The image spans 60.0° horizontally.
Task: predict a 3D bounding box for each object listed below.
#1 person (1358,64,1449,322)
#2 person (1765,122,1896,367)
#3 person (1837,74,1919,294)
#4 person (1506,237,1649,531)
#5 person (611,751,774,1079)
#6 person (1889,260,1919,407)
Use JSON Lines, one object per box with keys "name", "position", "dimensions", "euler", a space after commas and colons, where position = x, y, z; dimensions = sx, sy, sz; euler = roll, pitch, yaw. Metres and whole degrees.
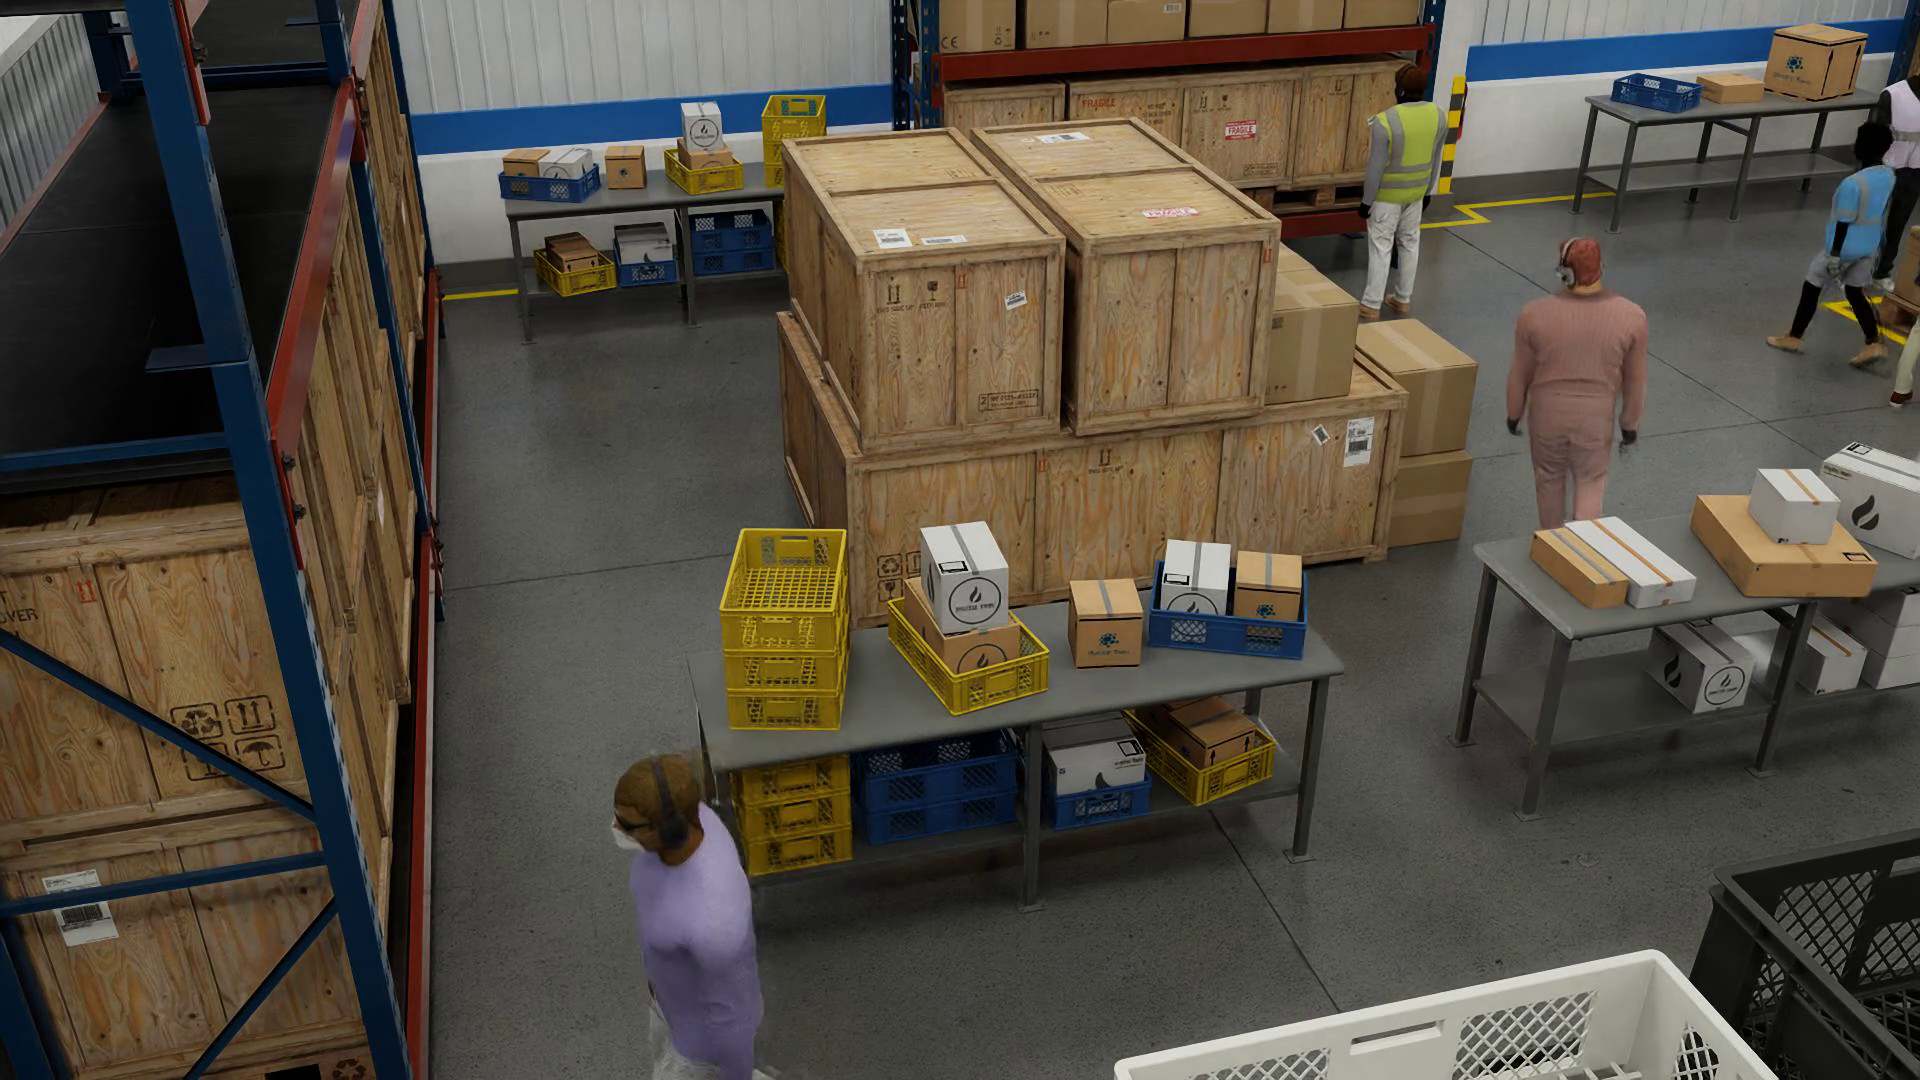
{"name": "person", "position": [3.147, -2.500, 12.009], "dimensions": [0.633, 1.842, 0.429], "euler": [-12, 31, -21]}
{"name": "person", "position": [6.066, -1.986, 11.257], "dimensions": [0.525, 1.667, 0.783], "euler": [-16, 32, -26]}
{"name": "person", "position": [7.025, -2.776, 12.443], "dimensions": [0.592, 1.910, 0.384], "euler": [-3, 29, -5]}
{"name": "person", "position": [3.161, -0.641, 8.619], "dimensions": [0.689, 1.868, 0.607], "euler": [7, 30, 13]}
{"name": "person", "position": [-0.699, 1.384, 4.883], "dimensions": [0.715, 1.916, 0.622], "euler": [-10, 30, -17]}
{"name": "person", "position": [6.316, -1.689, 10.519], "dimensions": [0.328, 1.862, 0.514], "euler": [-21, 35, -33]}
